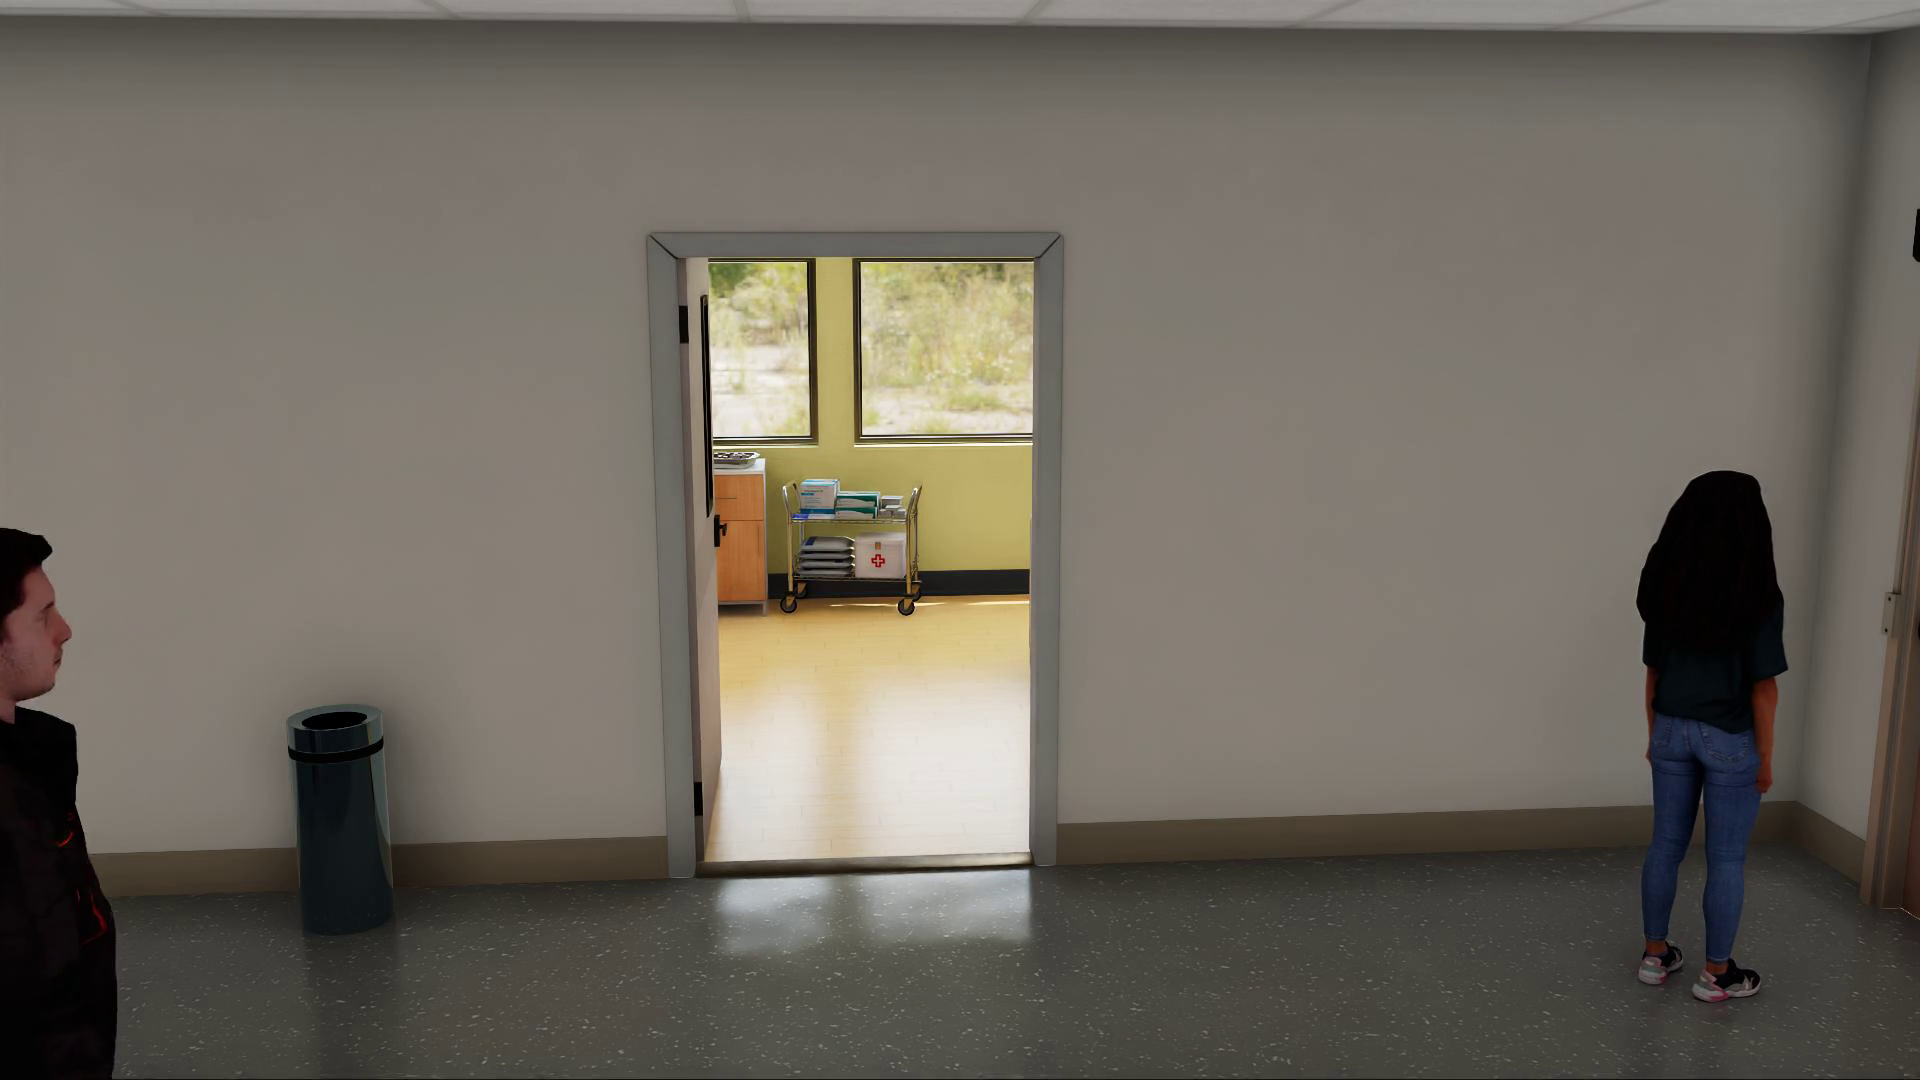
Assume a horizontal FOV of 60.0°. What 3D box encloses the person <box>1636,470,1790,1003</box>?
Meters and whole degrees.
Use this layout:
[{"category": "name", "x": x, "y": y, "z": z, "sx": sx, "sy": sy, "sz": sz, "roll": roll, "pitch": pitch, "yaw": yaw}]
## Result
[{"category": "person", "x": 2.269, "y": 0.589, "z": 5.059, "sx": 0.752, "sy": 1.617, "sz": 0.711, "roll": -9, "pitch": 14, "yaw": -38}]
